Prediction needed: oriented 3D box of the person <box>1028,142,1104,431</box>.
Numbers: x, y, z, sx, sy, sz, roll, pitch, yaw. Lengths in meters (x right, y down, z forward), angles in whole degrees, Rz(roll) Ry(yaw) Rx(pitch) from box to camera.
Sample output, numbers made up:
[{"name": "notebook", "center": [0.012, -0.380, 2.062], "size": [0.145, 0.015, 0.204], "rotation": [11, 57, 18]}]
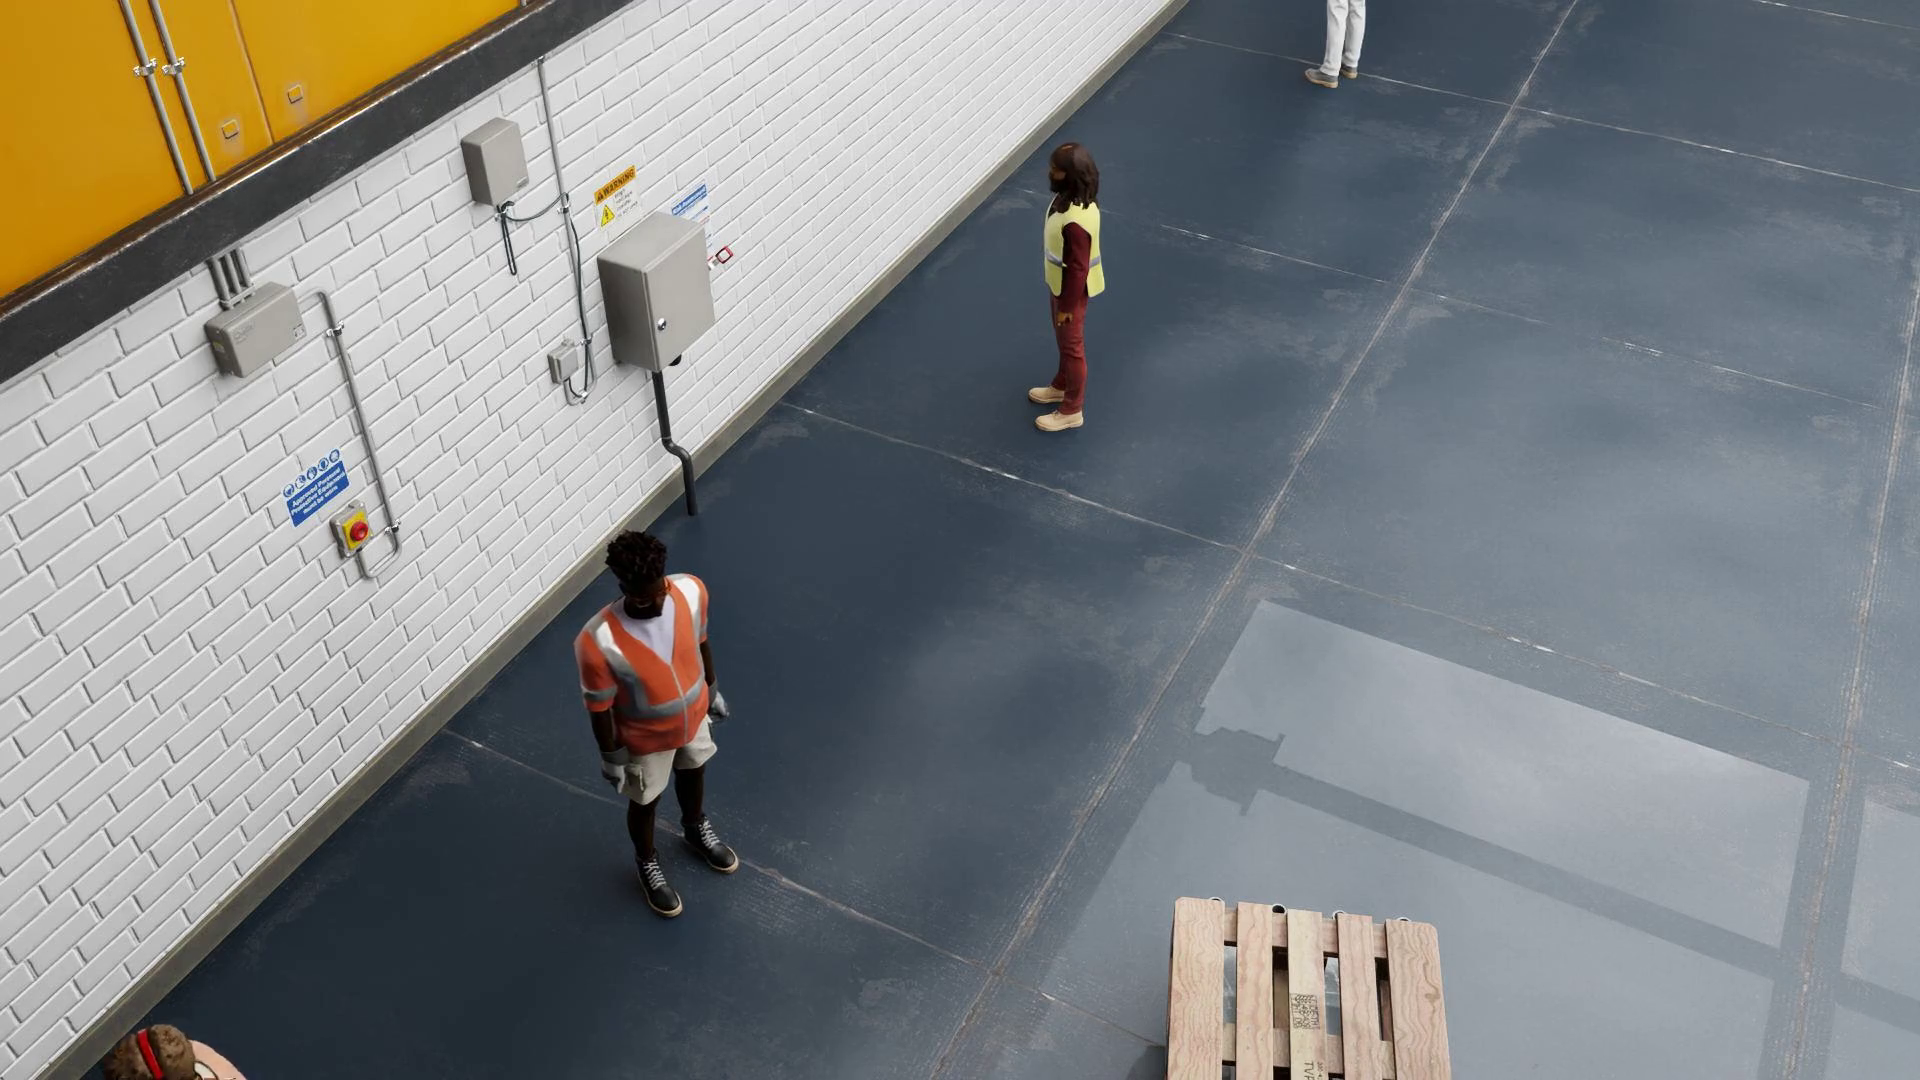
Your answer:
[{"name": "person", "center": [0.611, -1.416, 9.332], "size": [0.378, 1.769, 0.470], "rotation": [-3, 41, -3]}]

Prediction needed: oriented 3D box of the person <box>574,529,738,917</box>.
[{"name": "person", "center": [-1.199, 0.725, 6.700], "size": [0.361, 1.963, 0.611], "rotation": [33, 50, 32]}]

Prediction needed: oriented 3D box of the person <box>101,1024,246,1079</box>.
[{"name": "person", "center": [-2.215, 2.085, 5.230], "size": [0.692, 1.820, 0.585], "rotation": [-28, 48, -28]}]

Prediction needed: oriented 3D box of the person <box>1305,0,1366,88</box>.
[{"name": "person", "center": [2.972, -4.406, 12.710], "size": [0.576, 1.881, 0.347], "rotation": [-28, 48, -28]}]
